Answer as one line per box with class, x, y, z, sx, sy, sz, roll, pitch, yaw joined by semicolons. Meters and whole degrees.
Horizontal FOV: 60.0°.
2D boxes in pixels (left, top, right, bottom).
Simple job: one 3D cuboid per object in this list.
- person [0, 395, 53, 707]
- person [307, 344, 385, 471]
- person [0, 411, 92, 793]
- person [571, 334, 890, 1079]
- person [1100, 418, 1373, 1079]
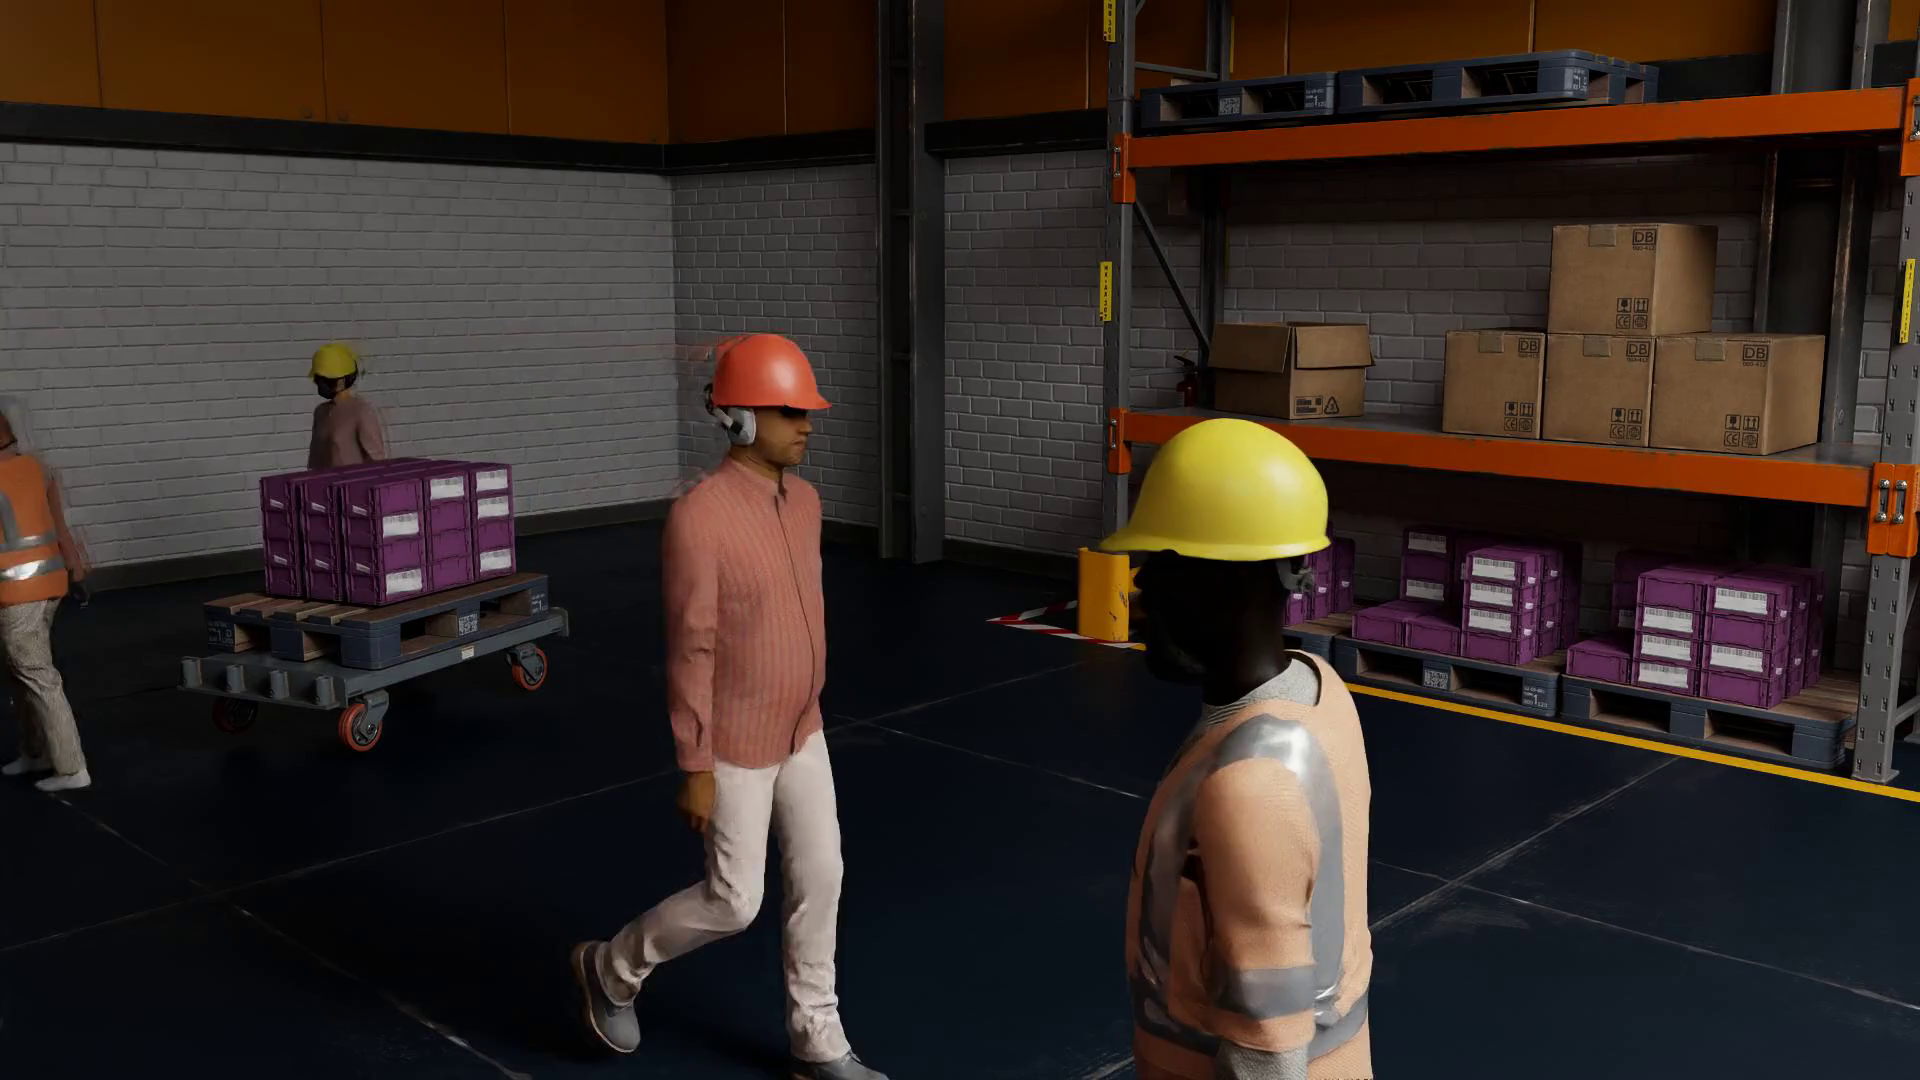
person;-4.610;-0.044;7.750;0.537;1.816;0.979;3;10;17
person;-3.357;-0.186;8.924;0.567;1.709;0.871;9;13;43
person;-3.813;0.235;6.664;0.627;1.604;0.581;1;9;7
person;-0.593;0.465;4.204;0.788;1.973;0.627;4;10;25
person;0.366;0.798;2.260;0.377;1.929;0.585;2;10;15
